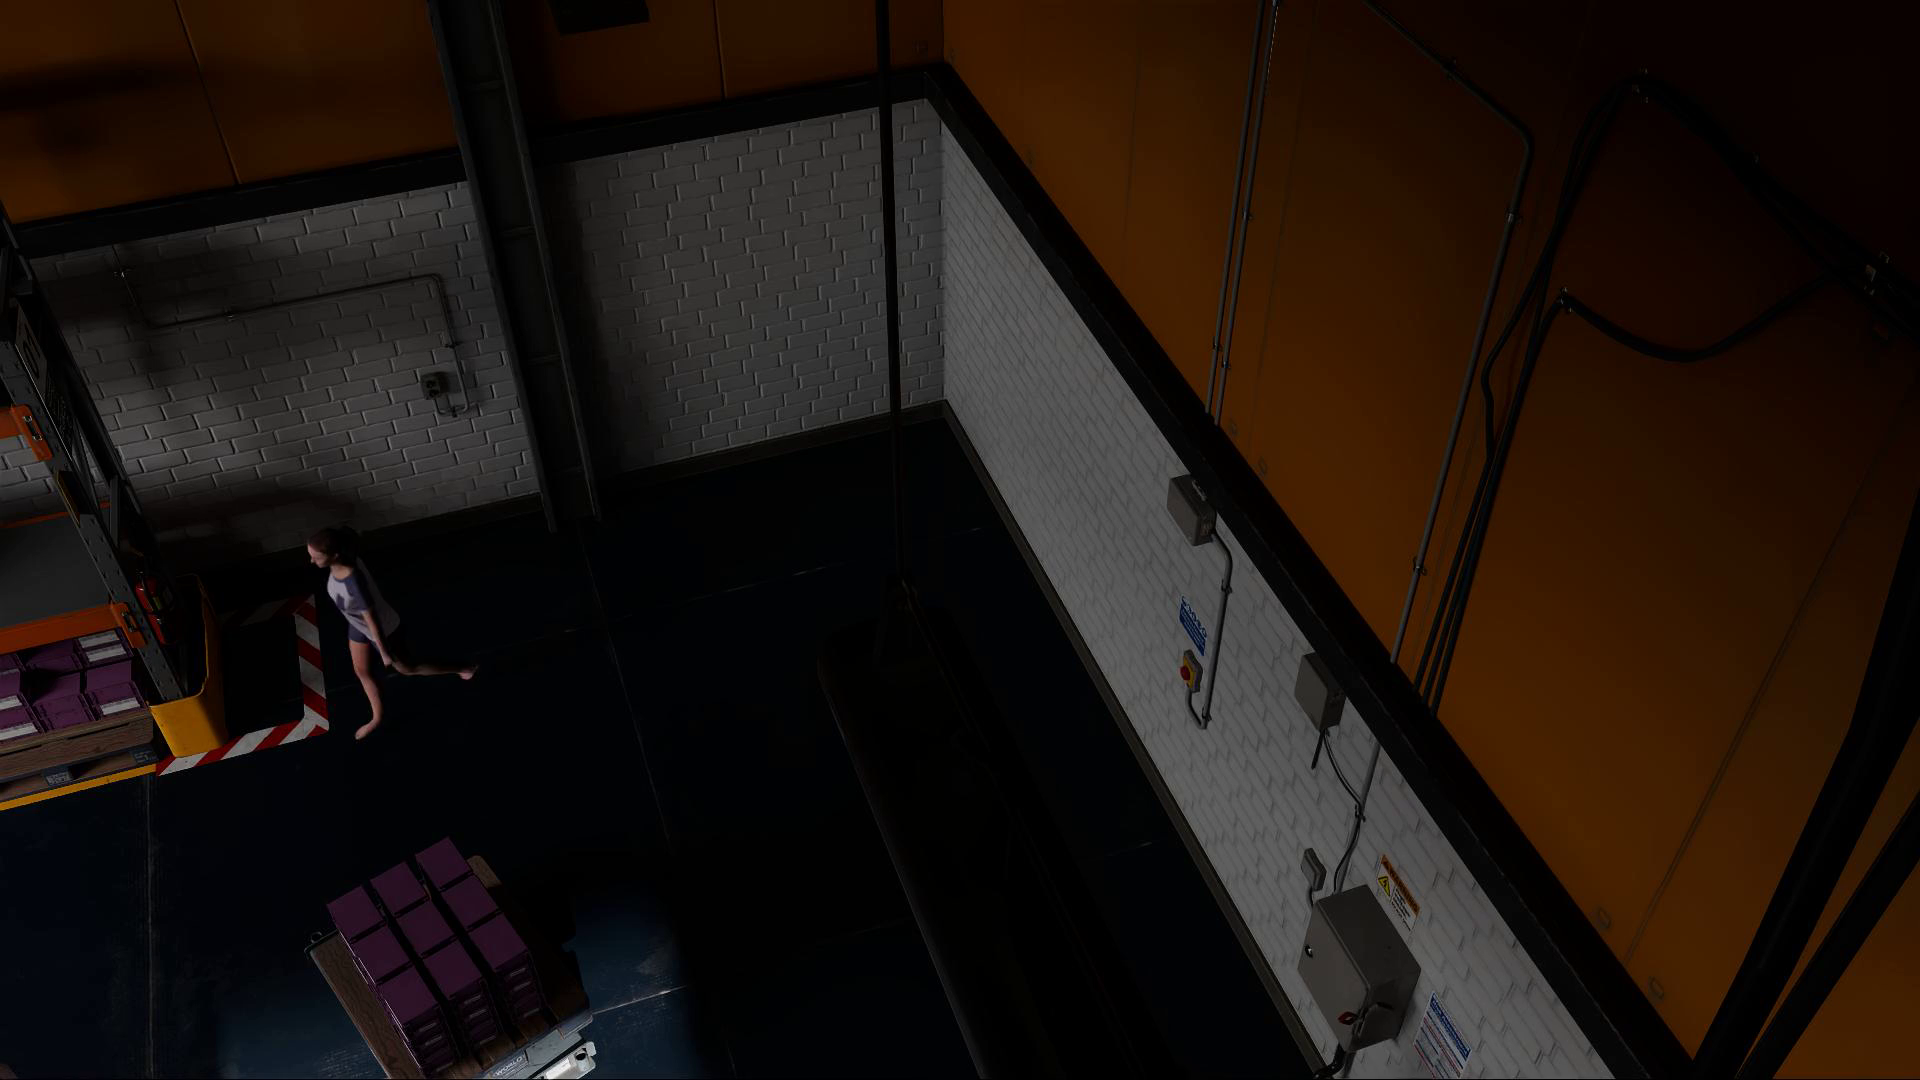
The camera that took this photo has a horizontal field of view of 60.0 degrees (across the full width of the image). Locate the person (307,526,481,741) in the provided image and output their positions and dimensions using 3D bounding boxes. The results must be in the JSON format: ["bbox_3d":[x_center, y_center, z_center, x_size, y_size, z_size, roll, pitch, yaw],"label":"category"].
[{"bbox_3d":[-3.545,0.509,10.371,1.170,1.714,0.819,-27,50,-26],"label":"person"}]
